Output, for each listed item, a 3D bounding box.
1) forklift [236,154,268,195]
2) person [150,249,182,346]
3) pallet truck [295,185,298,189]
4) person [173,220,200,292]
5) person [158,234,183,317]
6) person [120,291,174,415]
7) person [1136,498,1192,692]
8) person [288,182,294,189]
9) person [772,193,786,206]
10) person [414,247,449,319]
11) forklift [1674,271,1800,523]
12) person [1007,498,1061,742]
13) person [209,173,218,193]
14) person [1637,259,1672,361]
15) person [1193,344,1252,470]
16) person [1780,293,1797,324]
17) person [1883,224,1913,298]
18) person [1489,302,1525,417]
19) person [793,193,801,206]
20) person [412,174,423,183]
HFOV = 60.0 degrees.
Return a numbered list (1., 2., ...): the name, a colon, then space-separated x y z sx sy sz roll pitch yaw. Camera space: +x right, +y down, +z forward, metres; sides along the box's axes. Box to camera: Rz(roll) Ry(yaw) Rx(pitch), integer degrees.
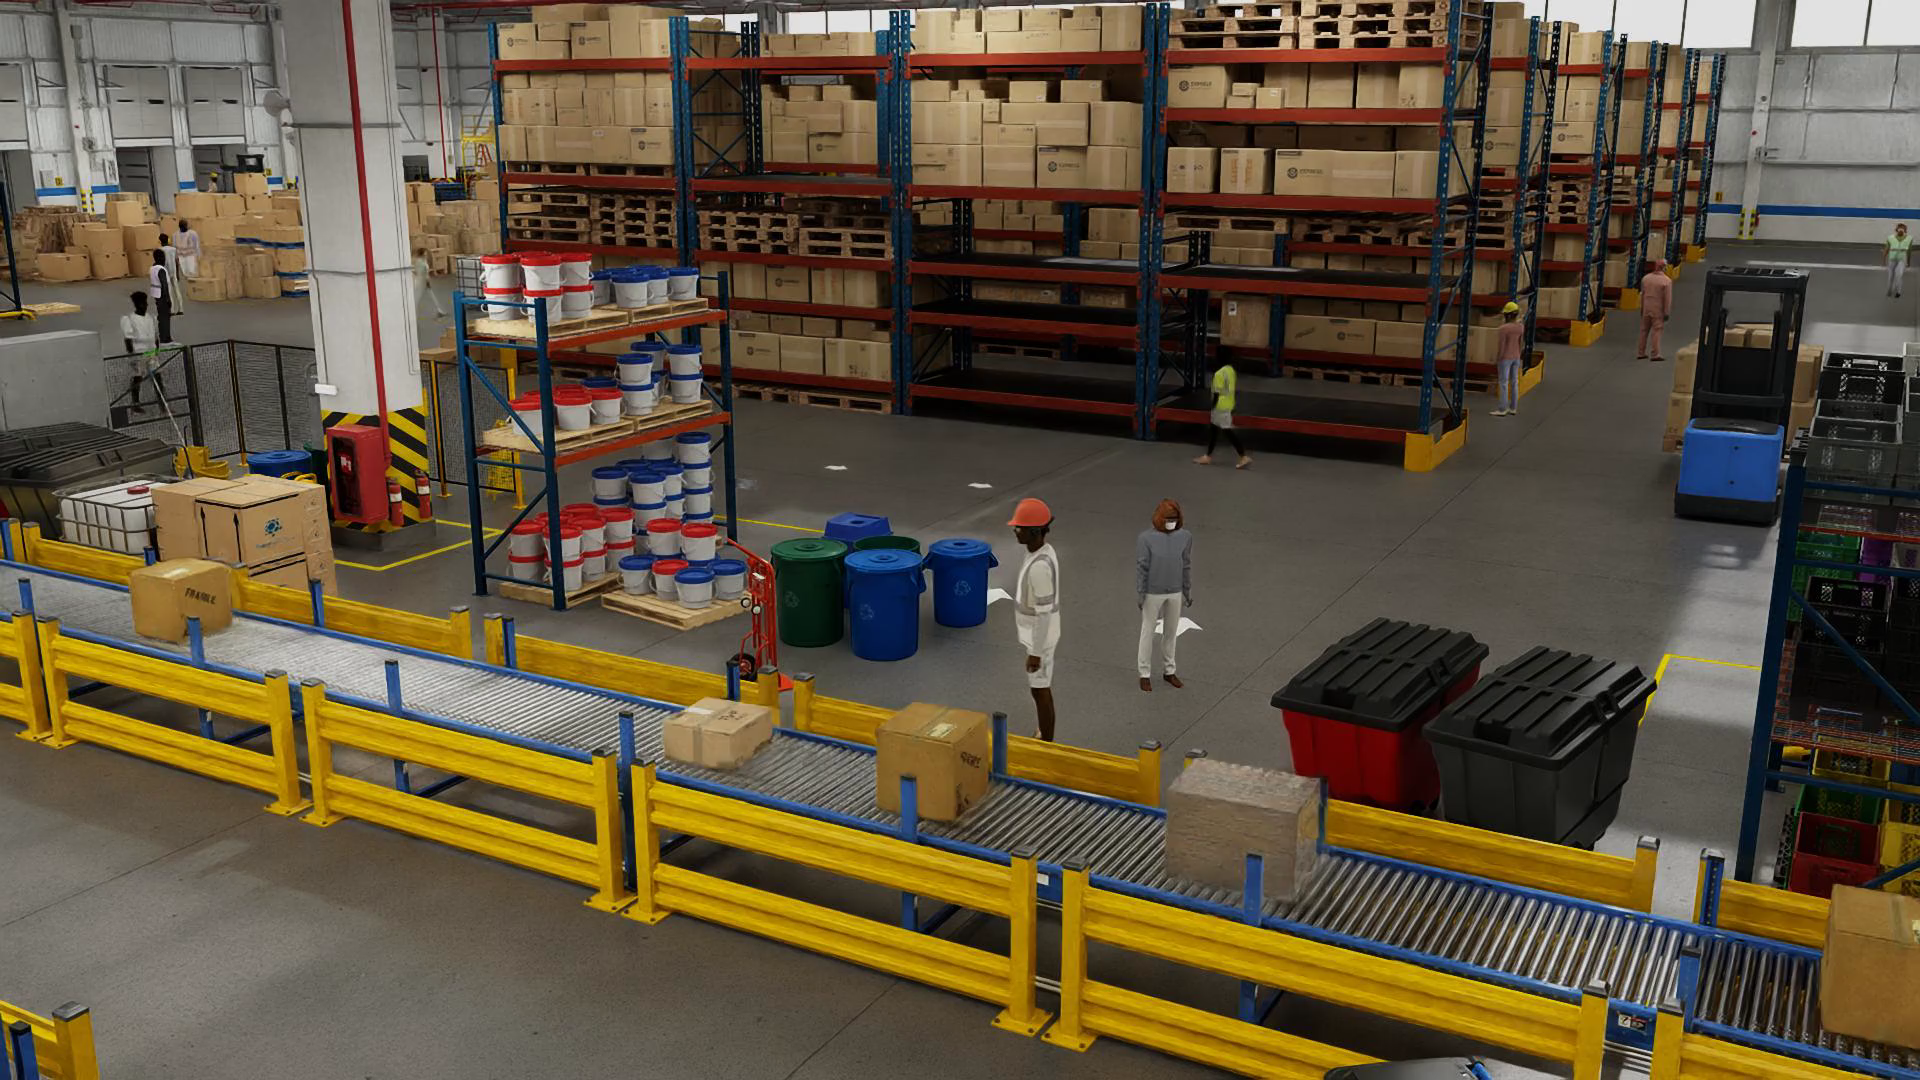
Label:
1. forklift: -25.676 -12.614 60.518 1.873 2.768 1.129 8 17 28
2. person: -15.828 -4.804 32.998 0.392 1.921 0.593 -14 20 -43
3. pallet truck: -26.804 -14.617 69.738 1.885 1.965 0.823 -14 20 -42
4. person: -19.636 -7.203 42.193 0.634 1.826 0.443 2 15 7
5. person: -17.817 -5.958 37.449 0.328 1.865 0.517 8 17 29
6. person: -12.644 -2.896 25.792 0.590 1.960 0.635 10 18 32
7. person: 1.691 0.449 13.802 0.497 1.633 0.288 -5 16 -18
8. person: -23.460 -11.580 58.438 0.354 1.936 0.635 5 16 19
9. person: -5.944 -10.767 55.569 0.627 1.844 0.429 2 15 6
10. person: -11.949 -5.722 37.084 0.884 1.591 0.526 0 15 0
11. forklift: 9.269 -1.763 19.726 1.129 2.768 1.873 8 17 27
12. person: 0.533 0.697 12.084 0.397 2.044 0.609 1 15 2
13. person: -29.879 -13.779 66.823 1.000 1.870 0.617 -8 17 -27
14. person: 13.046 -4.305 31.168 0.399 1.900 0.643 -9 17 -29
15. person: 3.548 -1.768 22.081 0.844 1.664 0.537 7 17 26
16. person: 15.647 -4.240 31.425 0.265 1.632 0.508 4 15 13
17. person: 23.133 -6.887 41.068 0.598 1.791 0.972 7 17 26
18. person: 8.478 -2.795 25.741 0.523 1.769 0.310 -9 17 -29
19. person: -5.282 -10.438 54.197 0.631 1.920 0.822 6 16 21
20. person: -23.063 -14.708 70.678 0.539 1.676 0.496 2 15 8
